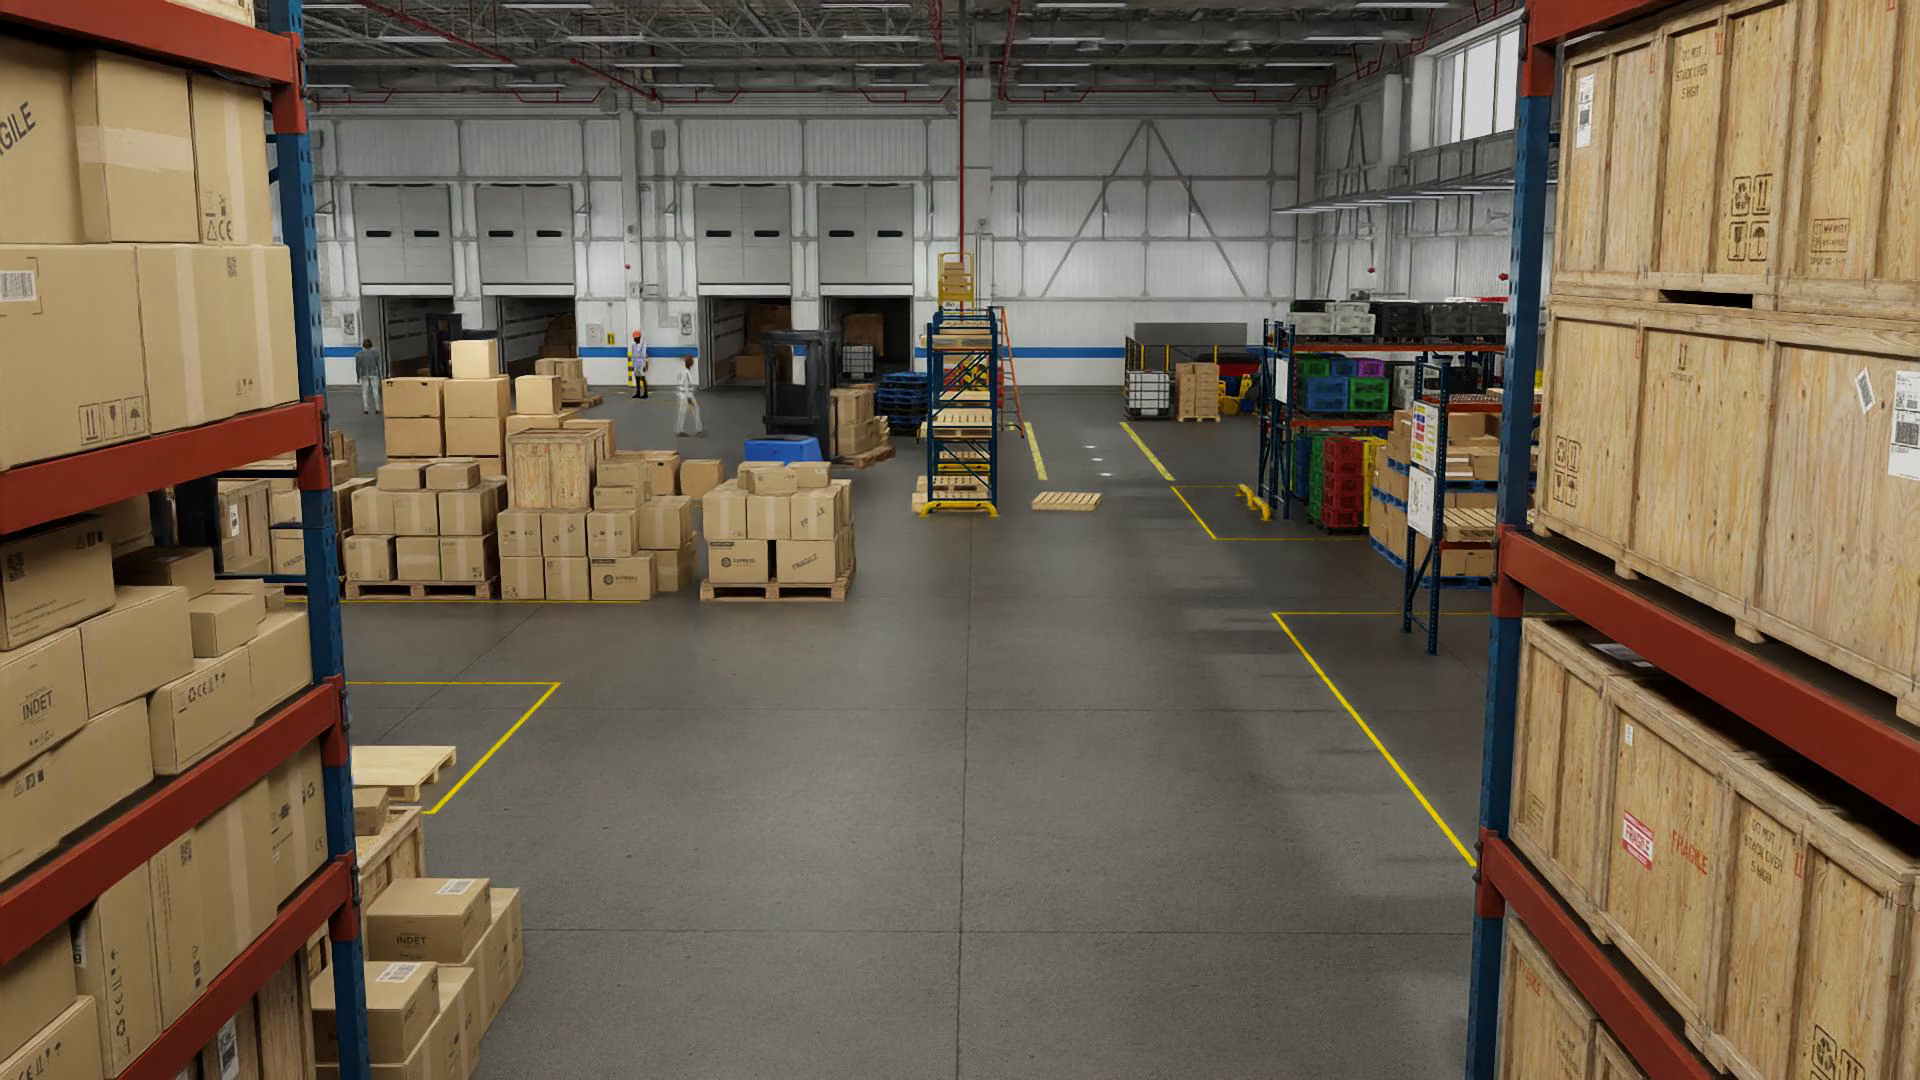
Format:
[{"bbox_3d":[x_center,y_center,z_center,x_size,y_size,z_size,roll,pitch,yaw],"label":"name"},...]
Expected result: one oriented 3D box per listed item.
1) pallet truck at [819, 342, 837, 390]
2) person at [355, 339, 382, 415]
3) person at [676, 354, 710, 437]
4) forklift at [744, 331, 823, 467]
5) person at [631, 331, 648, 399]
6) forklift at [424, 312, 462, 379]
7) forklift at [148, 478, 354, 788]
[{"bbox_3d":[-3.021,-4.312,43.126,1.885,1.965,0.823,3,10,17],"label":"pallet truck"},{"bbox_3d":[-15.070,-4.162,42.430,0.635,1.937,0.352,-3,10,-16],"label":"person"},{"bbox_3d":[-5.999,-3.216,37.206,0.855,1.849,0.574,3,10,14],"label":"person"},{"bbox_3d":[-2.803,-2.080,27.700,1.129,2.768,1.873,3,10,15],"label":"forklift"},{"bbox_3d":[-9.100,-4.956,47.056,0.543,1.928,0.392,7,12,35],"label":"person"},{"bbox_3d":[-11.151,-3.527,36.050,1.129,2.768,1.873,8,12,37],"label":"forklift"},{"bbox_3d":[-5.250,0.771,11.255,1.873,2.768,1.129,0,10,1],"label":"forklift"}]
